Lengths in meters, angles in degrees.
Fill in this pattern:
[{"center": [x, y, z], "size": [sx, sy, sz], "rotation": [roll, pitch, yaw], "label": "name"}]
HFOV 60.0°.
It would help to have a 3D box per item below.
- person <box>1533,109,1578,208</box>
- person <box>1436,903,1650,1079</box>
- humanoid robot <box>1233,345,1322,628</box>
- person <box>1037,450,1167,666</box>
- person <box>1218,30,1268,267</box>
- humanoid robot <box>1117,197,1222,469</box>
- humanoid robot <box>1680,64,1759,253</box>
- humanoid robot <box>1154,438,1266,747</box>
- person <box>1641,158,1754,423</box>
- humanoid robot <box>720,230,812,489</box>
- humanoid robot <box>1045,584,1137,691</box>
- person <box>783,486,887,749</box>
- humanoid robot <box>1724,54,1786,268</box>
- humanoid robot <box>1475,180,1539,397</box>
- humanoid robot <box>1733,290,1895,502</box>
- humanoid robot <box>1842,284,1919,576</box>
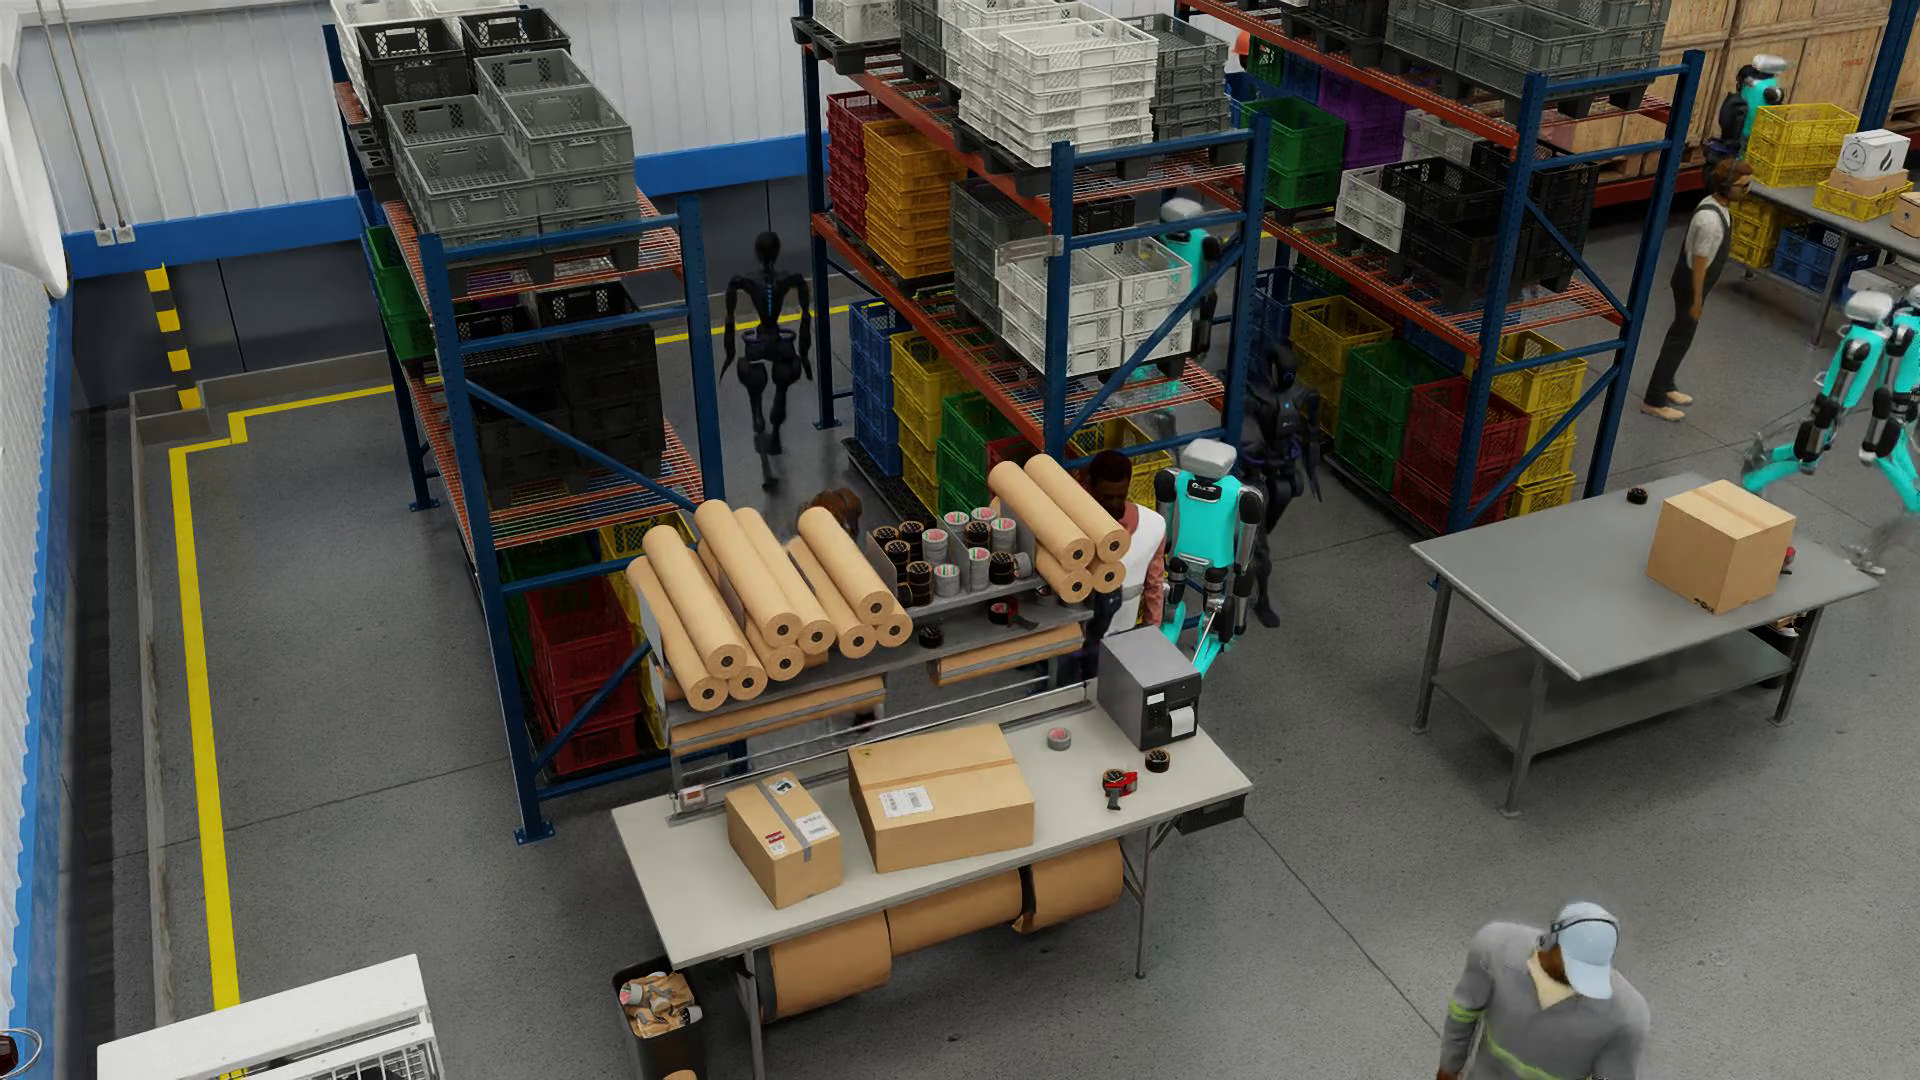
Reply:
[{"center": [4.819, -3.048, 13.500], "size": [0.526, 1.759, 0.337], "rotation": [-27, 40, -36], "label": "person"}, {"center": [1.863, 1.844, 5.513], "size": [0.613, 1.821, 0.426], "rotation": [24, 39, 34], "label": "person"}, {"center": [1.712, -0.390, 9.323], "size": [0.610, 1.646, 0.794], "rotation": [-9, 33, -15], "label": "humanoid robot"}, {"center": [0.643, 0.415, 7.736], "size": [0.592, 1.915, 0.406], "rotation": [-1, 32, -2], "label": "person"}, {"center": [2.313, -3.173, 13.539], "size": [0.372, 1.932, 0.543], "rotation": [18, 36, 26], "label": "person"}, {"center": [1.256, -1.211, 10.581], "size": [0.556, 1.817, 0.760], "rotation": [20, 37, 29], "label": "humanoid robot"}, {"center": [6.235, -3.059, 13.590], "size": [0.314, 1.652, 0.608], "rotation": [9, 33, 14], "label": "humanoid robot"}, {"center": [1.038, 0.389, 7.815], "size": [0.533, 1.673, 0.735], "rotation": [16, 35, 24], "label": "humanoid robot"}, {"center": [4.971, -1.686, 11.221], "size": [0.339, 1.836, 0.500], "rotation": [15, 35, 23], "label": "person"}, {"center": [-1.225, -1.152, 10.570], "size": [0.599, 1.643, 0.814], "rotation": [-7, 32, -11], "label": "humanoid robot"}, {"center": [0.608, 0.593, 7.652], "size": [0.602, 1.650, 0.359], "rotation": [-26, 40, -36], "label": "humanoid robot"}, {"center": [-0.588, 0.611, 7.512], "size": [0.609, 1.806, 0.654], "rotation": [-18, 36, -26], "label": "person"}, {"center": [6.580, -3.054, 13.546], "size": [0.777, 1.805, 0.564], "rotation": [-5, 32, -8], "label": "humanoid robot"}, {"center": [3.793, -1.864, 11.703], "size": [0.597, 1.628, 0.790], "rotation": [-10, 33, -16], "label": "humanoid robot"}, {"center": [4.802, -0.647, 9.582], "size": [0.696, 1.752, 0.540], "rotation": [22, 38, 31], "label": "humanoid robot"}, {"center": [5.455, -0.552, 9.461], "size": [0.534, 1.791, 0.649], "rotation": [-25, 40, -35], "label": "humanoid robot"}]
